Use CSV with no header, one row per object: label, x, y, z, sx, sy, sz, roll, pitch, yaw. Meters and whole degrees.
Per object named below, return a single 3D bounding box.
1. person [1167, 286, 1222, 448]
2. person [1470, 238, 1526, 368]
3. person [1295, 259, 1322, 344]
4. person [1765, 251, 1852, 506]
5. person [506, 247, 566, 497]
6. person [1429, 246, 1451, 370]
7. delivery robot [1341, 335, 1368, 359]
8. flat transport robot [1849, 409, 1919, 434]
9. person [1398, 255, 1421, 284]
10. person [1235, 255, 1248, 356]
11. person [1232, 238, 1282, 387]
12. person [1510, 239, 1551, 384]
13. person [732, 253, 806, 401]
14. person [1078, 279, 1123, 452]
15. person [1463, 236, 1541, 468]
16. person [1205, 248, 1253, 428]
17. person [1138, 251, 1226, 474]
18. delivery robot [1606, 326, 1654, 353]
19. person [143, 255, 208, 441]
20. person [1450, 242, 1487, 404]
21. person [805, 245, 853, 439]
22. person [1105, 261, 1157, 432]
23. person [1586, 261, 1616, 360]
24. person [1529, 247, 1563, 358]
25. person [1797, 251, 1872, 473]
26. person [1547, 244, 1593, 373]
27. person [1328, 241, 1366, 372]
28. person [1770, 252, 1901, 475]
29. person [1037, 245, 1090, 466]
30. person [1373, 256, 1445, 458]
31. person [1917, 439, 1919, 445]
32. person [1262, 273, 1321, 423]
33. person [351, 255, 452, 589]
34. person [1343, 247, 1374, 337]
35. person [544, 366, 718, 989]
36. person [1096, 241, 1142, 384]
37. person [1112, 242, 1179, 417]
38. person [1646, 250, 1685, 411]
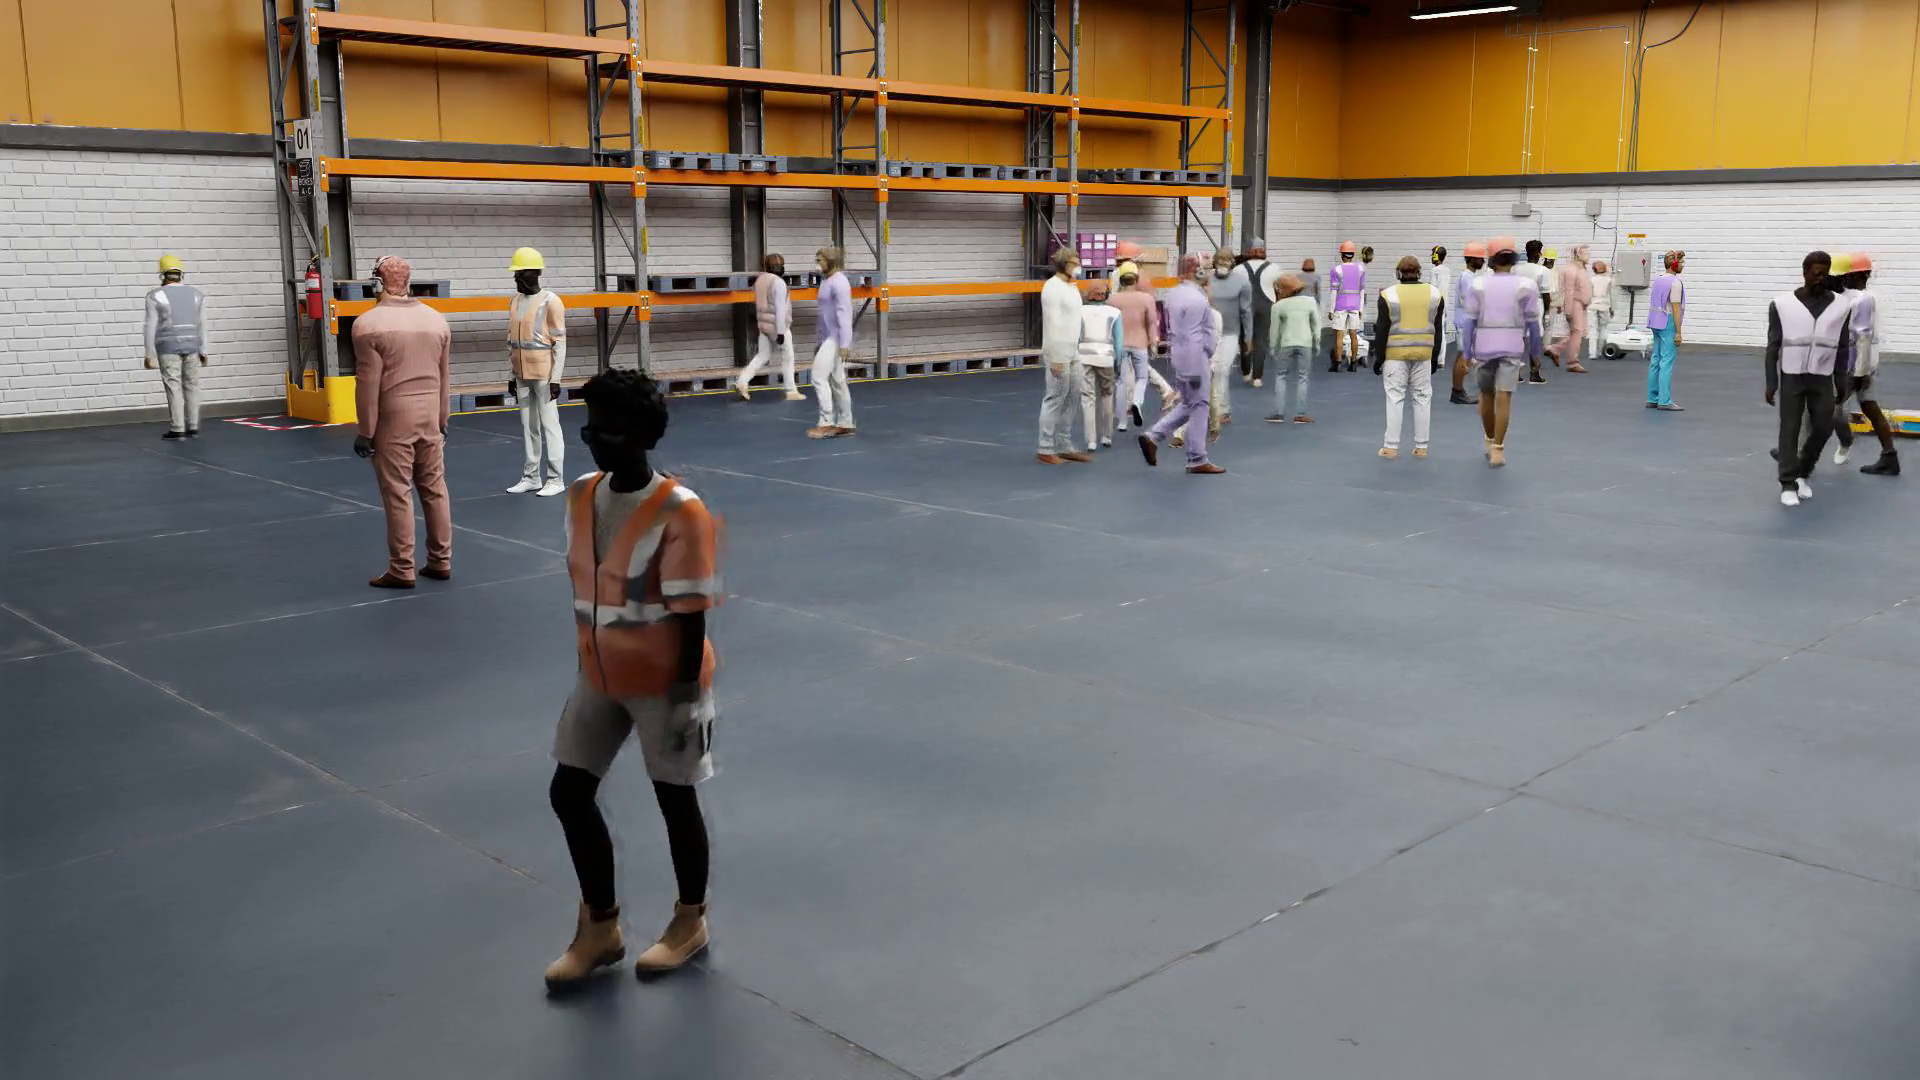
person,2.311,-1.697,16.053,0.508,1.585,0.866,7,12,32
person,8.241,-3.653,25.642,1.080,1.992,0.606,9,14,40
person,6.361,-4.355,30.509,0.520,1.583,0.851,3,11,16
person,6.406,-1.227,12.599,0.598,1.913,0.552,2,11,10
person,-3.314,-1.300,12.946,0.588,1.927,0.371,7,12,33
person,7.184,-3.491,25.082,0.515,1.866,0.333,-10,14,-43
delivery robot,6.063,-3.006,25.734,0.477,0.478,0.707,0,10,-3
flat transport robot,9.794,-1.162,16.709,0.652,0.197,1.431,-10,14,-44
person,6.865,-3.537,25.705,0.518,1.715,0.511,9,14,40
person,4.748,-3.954,28.036,0.321,1.699,0.535,7,13,35
person,4.042,-3.121,22.560,0.696,2.000,1.024,4,11,19
person,7.766,-3.103,22.667,0.367,1.966,0.606,-9,14,-42
person,-2.336,-2.582,20.276,0.882,1.812,0.632,-8,13,-37
person,1.301,-1.660,15.762,0.507,1.605,0.741,2,11,9
person,4.804,-1.667,14.730,0.648,1.996,0.958,5,11,25
person,2.731,-2.124,17.565,0.662,1.874,0.983,4,11,21
person,1.916,-1.490,14.077,0.646,1.890,0.658,-1,10,-6
delivery robot,10.884,-3.238,27.002,0.707,0.478,0.477,8,13,36
person,-7.757,-1.887,16.450,0.424,1.818,0.629,8,13,36
person,6.140,-2.604,20.034,0.378,1.932,0.551,2,11,12
person,-1.359,-1.956,16.541,0.678,1.914,0.650,-3,11,-16
person,1.744,-1.972,17.062,0.559,1.751,0.512,1,10,8
person,10.435,-3.762,27.257,0.532,1.584,0.884,3,11,15
person,9.677,-3.914,27.482,0.586,1.823,0.403,-2,11,-9
person,7.374,-1.489,14.047,0.671,1.898,0.612,-8,13,-37
person,9.081,-3.433,24.657,0.582,1.894,0.655,7,13,35
person,5.704,-3.443,24.597,0.545,1.939,0.354,-2,11,-11
person,7.566,-1.501,14.163,1.021,1.875,0.565,7,12,33
person,0.908,-1.622,14.670,0.359,1.939,0.636,4,11,23
person,4.064,-1.655,15.132,0.619,1.838,0.430,-1,10,-3
person,9.700,-1.729,15.604,0.594,1.831,1.031,-10,14,-43
person,3.580,-2.051,17.912,0.602,1.615,0.335,1,10,7
person,-3.228,-0.673,9.582,0.399,1.909,0.642,6,12,32
person,7.298,-4.436,30.392,0.713,1.819,0.553,5,11,24
person,-0.898,0.386,4.399,0.558,1.674,0.601,7,13,34
person,2.201,-3.098,22.712,1.011,1.937,0.644,9,14,40
person,2.064,-2.348,18.606,0.864,1.955,0.659,-2,11,-11
person,8.194,-2.427,19.306,0.389,1.846,0.566,-1,10,-5
